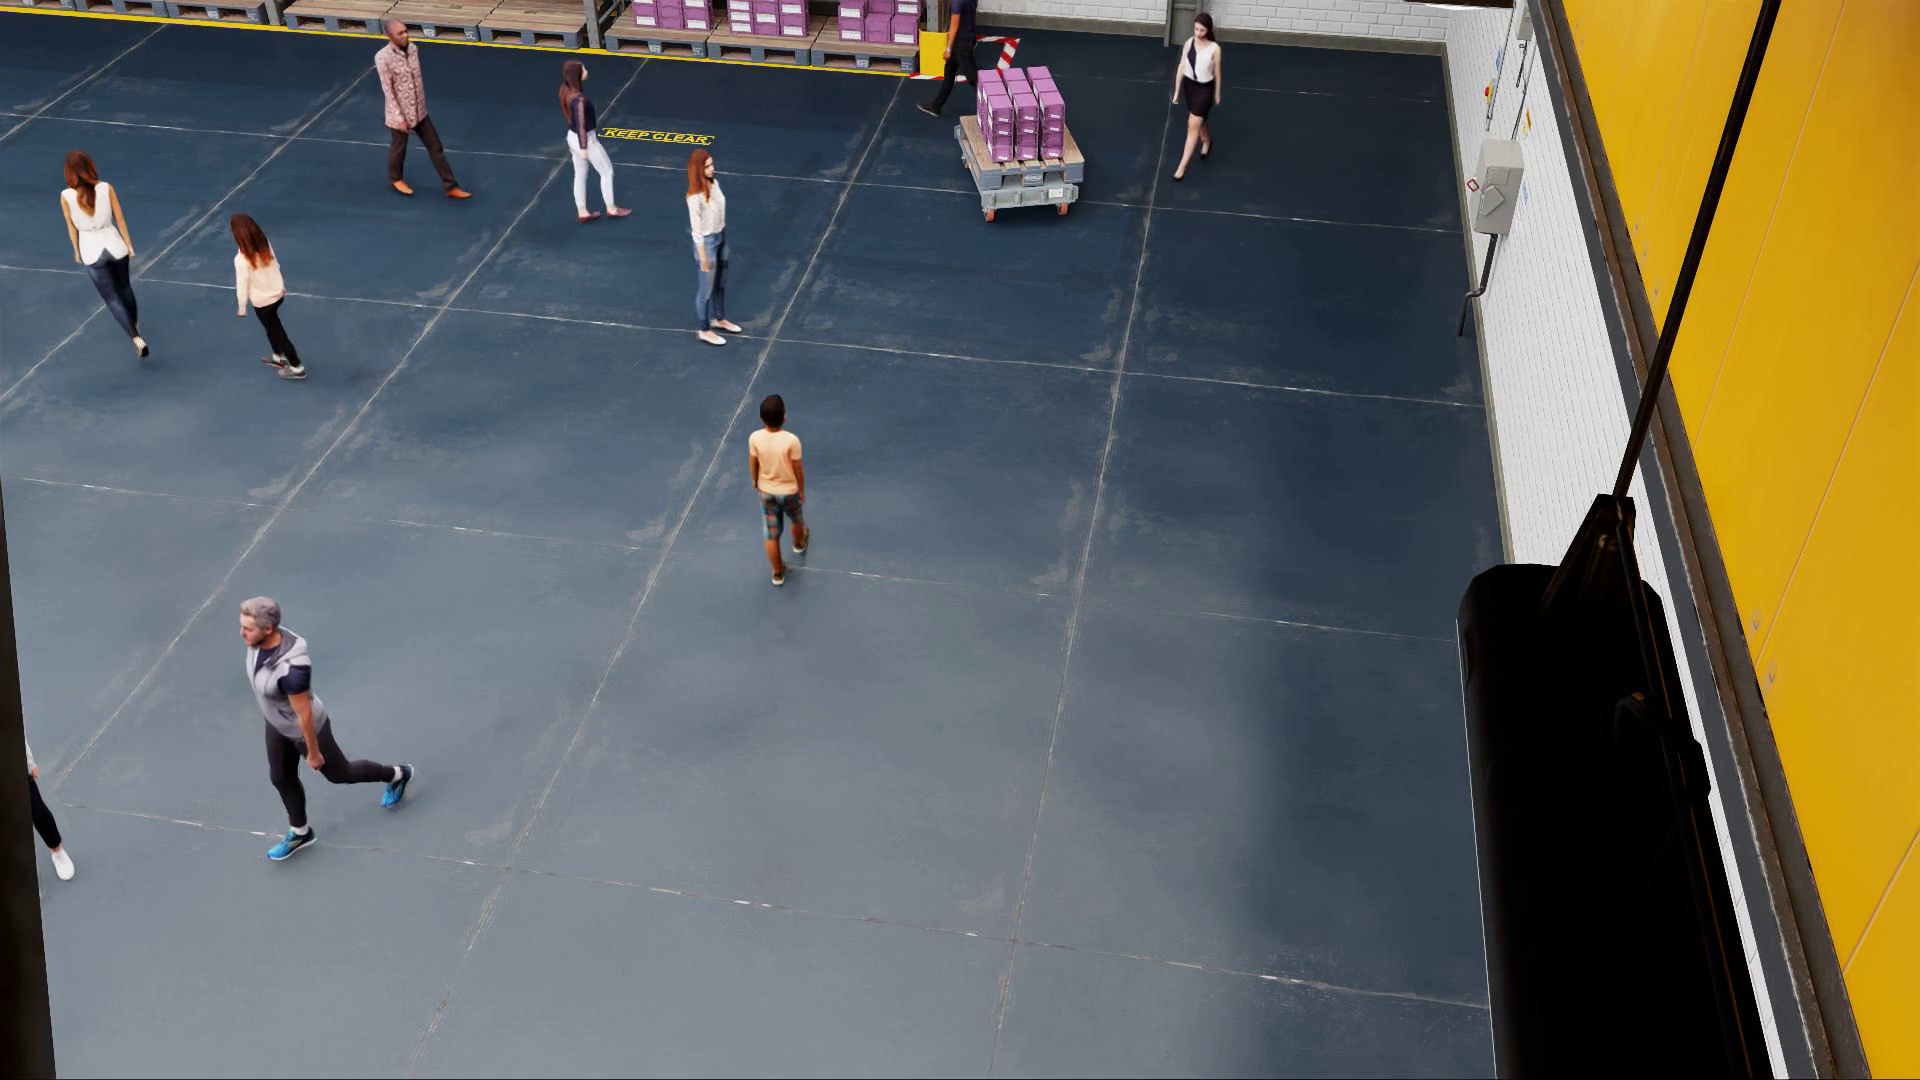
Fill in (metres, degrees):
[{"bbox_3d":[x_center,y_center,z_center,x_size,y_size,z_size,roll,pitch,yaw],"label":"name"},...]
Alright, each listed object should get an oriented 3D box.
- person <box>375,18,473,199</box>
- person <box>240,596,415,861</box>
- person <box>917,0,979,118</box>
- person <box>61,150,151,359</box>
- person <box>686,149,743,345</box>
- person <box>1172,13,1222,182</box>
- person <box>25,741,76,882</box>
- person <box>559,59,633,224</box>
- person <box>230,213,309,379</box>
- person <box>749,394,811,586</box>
[{"bbox_3d":[-5.334,-4.083,15.861,1.274,1.763,1.008,23,44,26],"label":"person"},{"bbox_3d":[-3.657,1.017,9.446,1.205,1.799,1.158,31,48,33],"label":"person"},{"bbox_3d":[0.110,-5.091,17.137,1.135,1.745,0.725,9,40,12],"label":"person"},{"bbox_3d":[-6.992,-2.304,13.636,1.030,1.759,1.119,-27,46,-29],"label":"person"},{"bbox_3d":[-2.087,-2.458,13.853,0.584,1.729,0.610,15,41,18],"label":"person"},{"bbox_3d":[2.382,-4.396,16.384,1.091,1.599,0.913,23,44,26],"label":"person"},{"bbox_3d":[-5.350,1.281,9.195,0.681,1.700,0.766,-18,42,-21],"label":"person"},{"bbox_3d":[-3.566,-3.688,15.501,0.858,1.594,0.794,-22,43,-25],"label":"person"},{"bbox_3d":[-5.534,-1.940,13.415,0.655,1.466,0.569,5,39,6],"label":"person"},{"bbox_3d":[-1.254,-0.305,11.386,0.785,1.444,0.652,2,39,2],"label":"person"}]
